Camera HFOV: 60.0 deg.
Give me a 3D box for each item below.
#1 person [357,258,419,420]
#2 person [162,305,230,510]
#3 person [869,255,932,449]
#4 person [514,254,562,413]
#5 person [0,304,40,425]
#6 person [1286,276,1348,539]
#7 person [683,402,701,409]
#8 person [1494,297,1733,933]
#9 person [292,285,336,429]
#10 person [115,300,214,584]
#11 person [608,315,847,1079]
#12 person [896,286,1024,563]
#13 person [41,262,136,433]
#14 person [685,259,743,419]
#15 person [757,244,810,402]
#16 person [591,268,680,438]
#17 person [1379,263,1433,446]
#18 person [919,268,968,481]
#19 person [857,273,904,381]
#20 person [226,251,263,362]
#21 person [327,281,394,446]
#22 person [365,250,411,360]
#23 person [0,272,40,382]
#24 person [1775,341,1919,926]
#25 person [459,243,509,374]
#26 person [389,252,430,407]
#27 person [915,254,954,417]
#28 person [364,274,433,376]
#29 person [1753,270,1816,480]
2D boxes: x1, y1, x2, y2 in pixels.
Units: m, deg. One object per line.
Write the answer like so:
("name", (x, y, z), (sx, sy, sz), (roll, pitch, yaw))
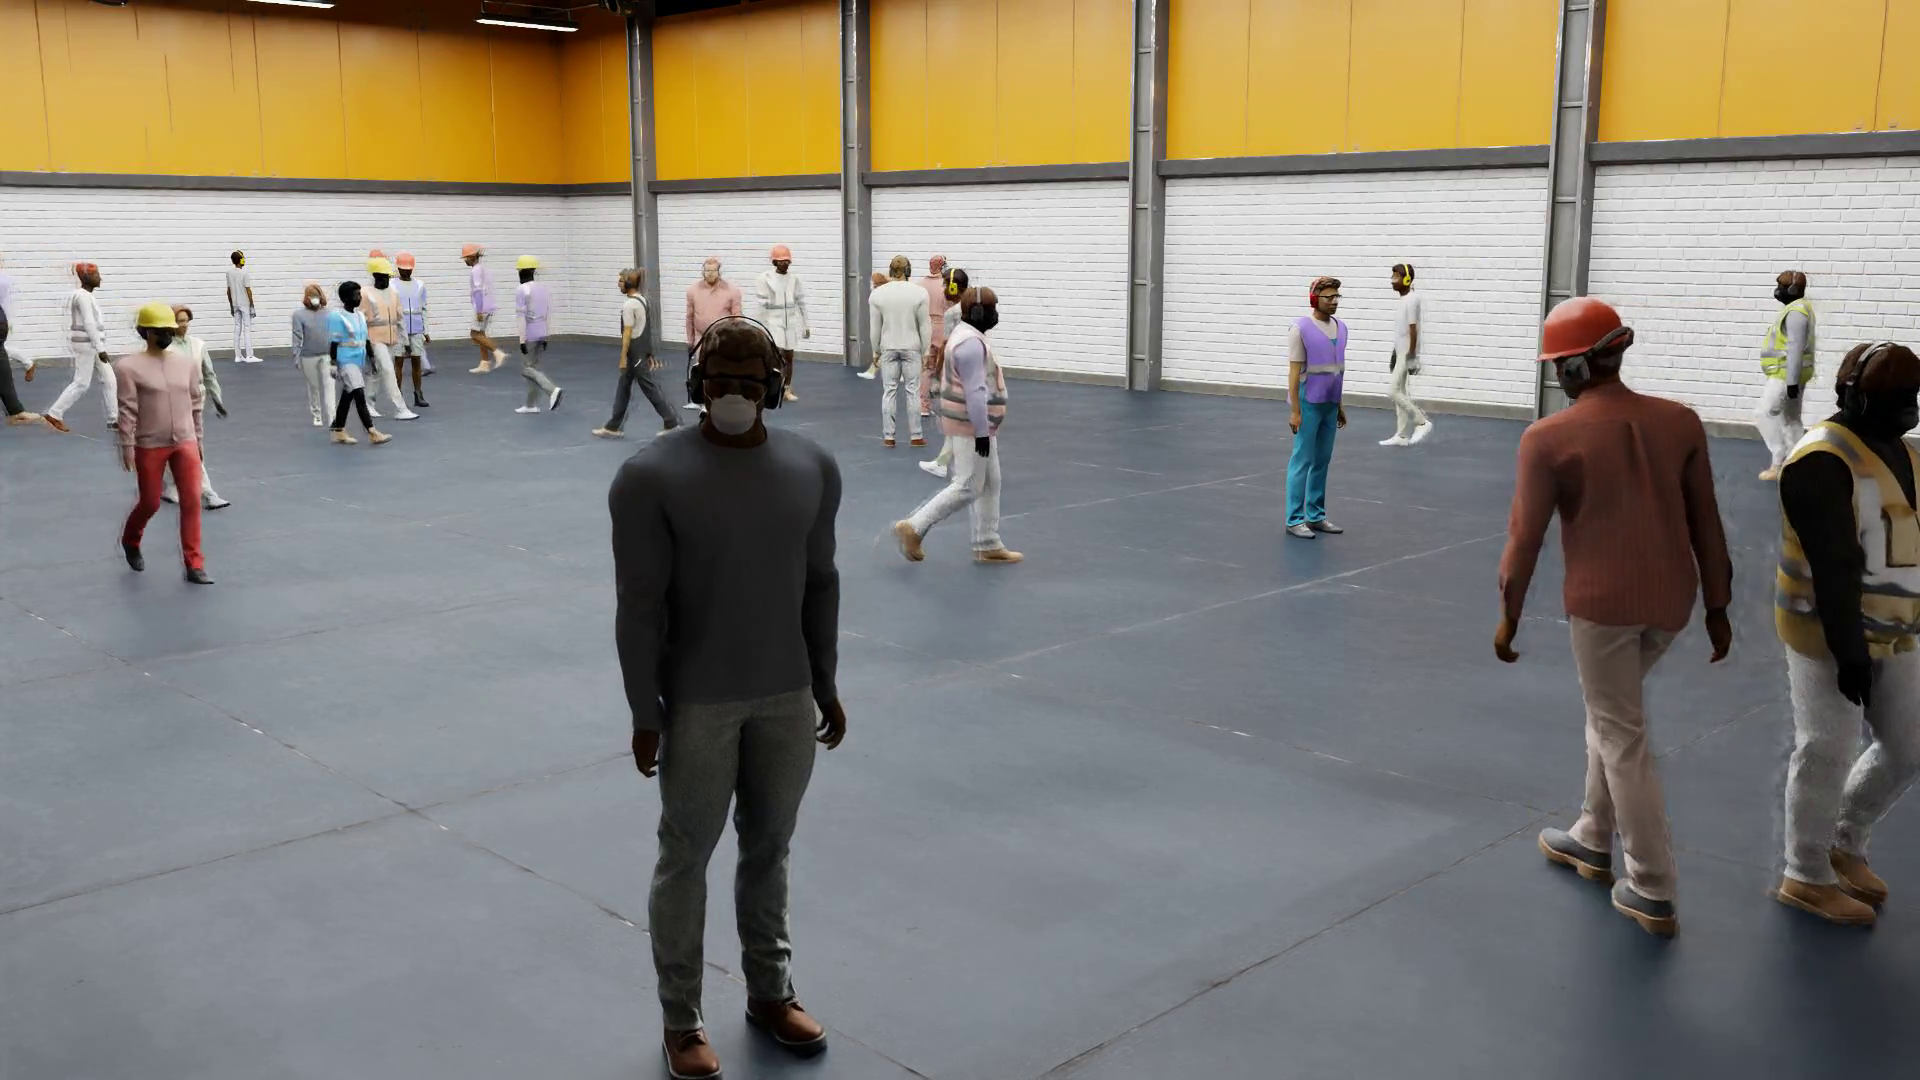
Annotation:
("person", (-6.703, -2.334, 19.325), (0.984, 1.877, 0.604), (5, 12, 26))
("person", (-6.072, -1.042, 13.039), (0.864, 1.588, 0.528), (5, 11, 23))
("person", (-0.591, -1.875, 16.663), (0.627, 1.933, 0.370), (2, 11, 9))
("person", (-5.058, -2.444, 19.840), (0.658, 1.909, 0.592), (4, 11, 21))
("person", (-10.747, -2.259, 18.460), (0.861, 2.000, 0.705), (-1, 10, -4))
("person", (2.521, -0.943, 11.817), (0.570, 1.843, 0.372), (-9, 14, -40))
("person", (-2.977, -2.415, 20.524), (0.876, 1.596, 0.506), (-3, 11, -16))
("person", (2.058, 0.211, 5.286), (0.632, 1.926, 0.837), (-3, 11, -13))
("person", (-7.110, -2.027, 18.420), (0.526, 1.580, 0.868), (-5, 12, -27))
("person", (-4.947, -0.606, 10.266), (0.746, 1.744, 0.530), (8, 13, 37))
("person", (-0.566, 0.401, 4.244), (0.628, 1.936, 0.375), (-7, 13, -34))
("person", (0.004, -0.720, 10.685), (0.749, 1.817, 0.633), (1, 10, 3))
("person", (-9.473, -2.065, 17.959), (0.902, 1.851, 0.574), (-3, 11, -17))
("person", (-2.833, -2.299, 19.175), (0.674, 1.851, 0.980), (-1, 10, -4))
("person", (-2.239, -2.749, 21.191), (0.732, 2.016, 0.489), (-6, 12, -30))
("person", (-3.374, -1.939, 17.390), (0.991, 1.800, 0.520), (1, 10, 3))
("person", (4.492, -1.861, 16.796), (0.429, 1.854, 0.532), (1, 10, 6))
("person", (-0.107, -1.414, 14.386), (0.768, 1.841, 0.561), (6, 12, 28))
("person", (-1.157, -3.103, 24.279), (0.791, 1.583, 0.565), (1, 10, 8))
("person", (-12.073, -3.921, 27.982), (0.513, 1.877, 0.328), (4, 11, 20))
("person", (-6.053, -1.775, 16.819), (0.808, 1.658, 0.556), (2, 11, 10))
("person", (-9.951, -4.036, 28.595), (0.565, 1.880, 1.009), (9, 13, 39))
("person", (-13.478, -3.101, 23.393), (0.690, 1.921, 0.633), (-9, 14, -40))
("person", (2.748, 0.303, 5.103), (0.638, 1.819, 0.450), (-7, 12, -33))
("person", (-7.338, -3.542, 25.536), (0.600, 2.013, 0.667), (-1, 10, -5))
("person", (-6.843, -2.599, 20.626), (0.543, 1.927, 0.374), (-8, 13, -35))
("person", (-0.248, -2.381, 19.495), (0.653, 1.906, 0.408), (5, 12, 26))
("person", (-8.449, -3.280, 24.999), (0.984, 1.684, 0.526), (-3, 11, -16))
("person", (7.147, -1.413, 14.415), (0.475, 1.829, 0.623), (6, 12, 30))
